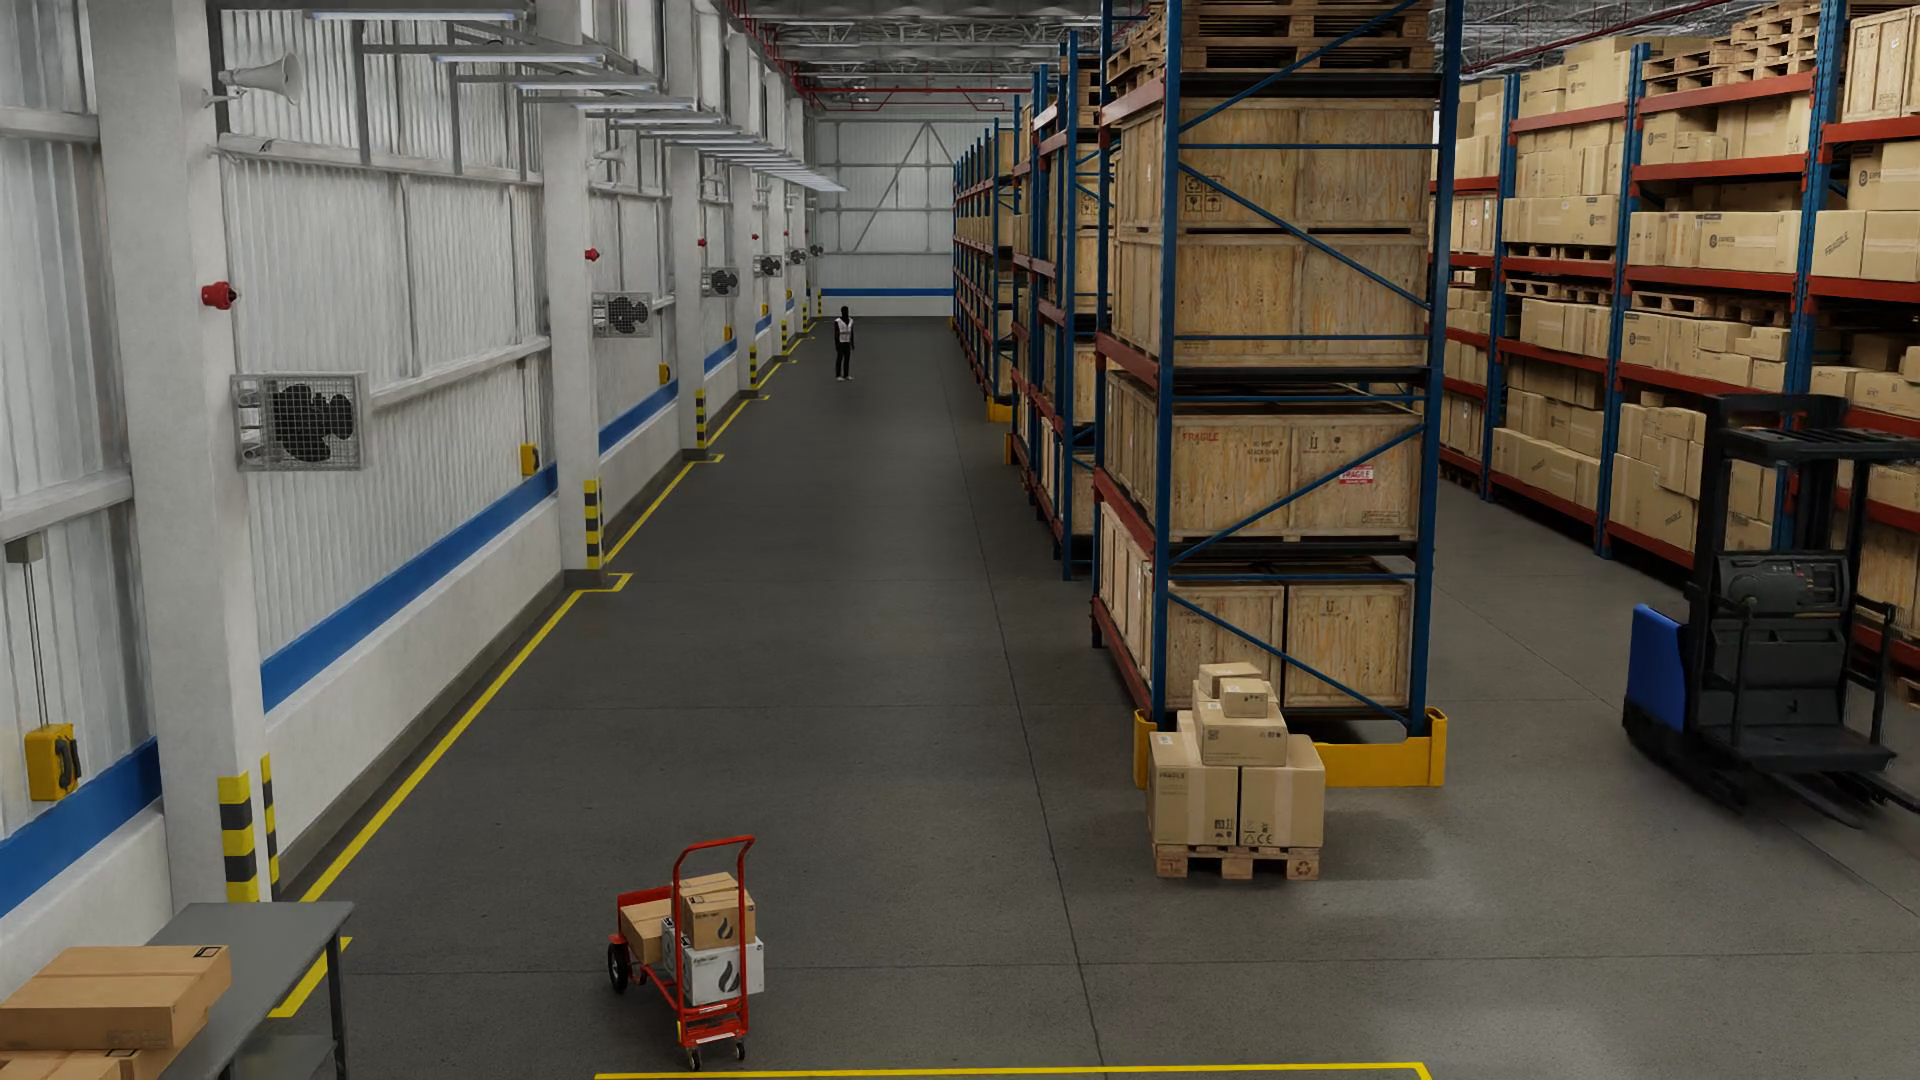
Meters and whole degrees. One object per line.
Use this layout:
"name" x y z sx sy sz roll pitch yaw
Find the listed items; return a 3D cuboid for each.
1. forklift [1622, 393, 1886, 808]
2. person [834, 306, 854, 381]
"forklift" 5.824 0.322 12.173 1.129 2.768 1.873 0 11 -2
"person" -2.980 -5.037 42.604 0.396 1.910 0.587 10 15 43
